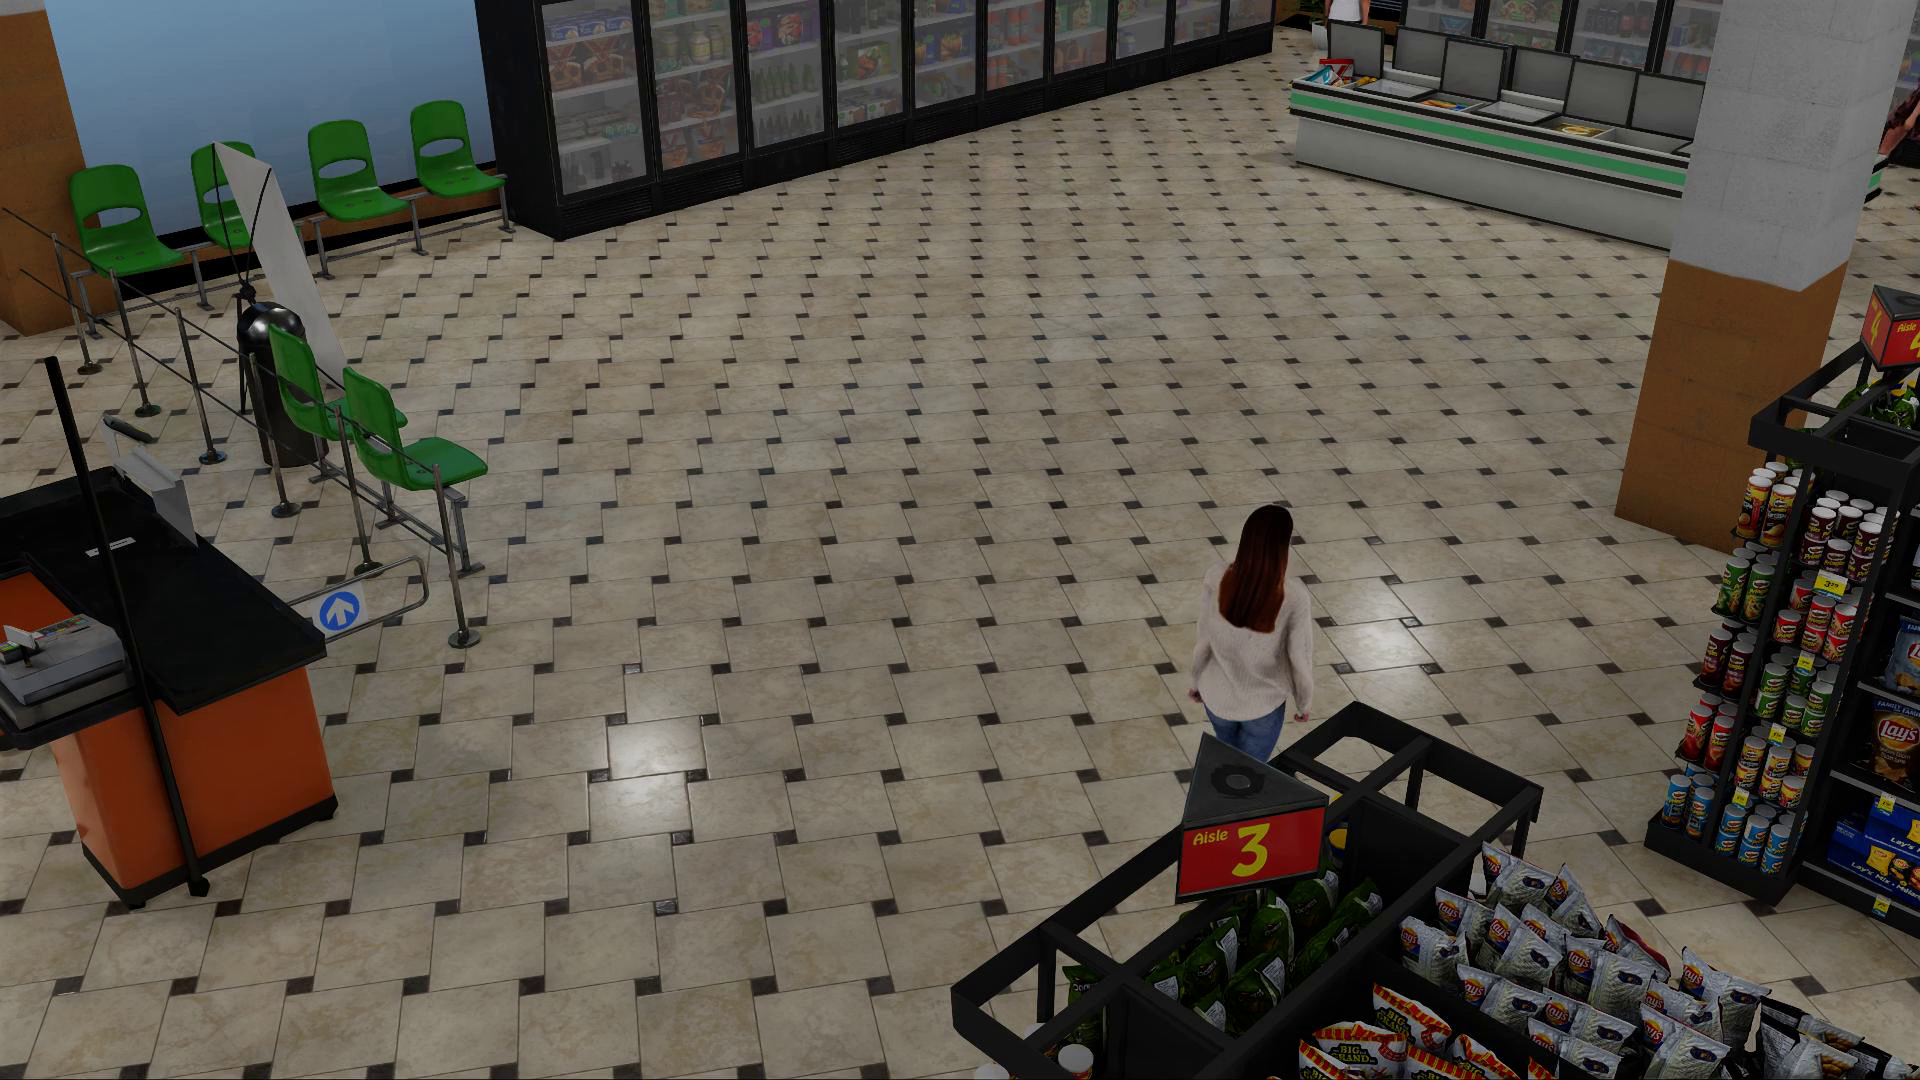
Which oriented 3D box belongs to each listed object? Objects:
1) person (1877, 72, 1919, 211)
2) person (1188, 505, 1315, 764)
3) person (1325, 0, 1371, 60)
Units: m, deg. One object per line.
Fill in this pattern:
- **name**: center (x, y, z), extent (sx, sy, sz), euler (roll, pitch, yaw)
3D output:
- **person**: center (8.372, -3.602, 14.242), extent (1.224, 1.722, 0.987), euler (9, 30, 15)
- **person**: center (1.084, 0.659, 6.481), extent (0.597, 1.681, 0.761), euler (16, 33, 27)
- **person**: center (4.083, -5.531, 17.640), extent (0.514, 1.852, 0.733), euler (23, 36, 35)
